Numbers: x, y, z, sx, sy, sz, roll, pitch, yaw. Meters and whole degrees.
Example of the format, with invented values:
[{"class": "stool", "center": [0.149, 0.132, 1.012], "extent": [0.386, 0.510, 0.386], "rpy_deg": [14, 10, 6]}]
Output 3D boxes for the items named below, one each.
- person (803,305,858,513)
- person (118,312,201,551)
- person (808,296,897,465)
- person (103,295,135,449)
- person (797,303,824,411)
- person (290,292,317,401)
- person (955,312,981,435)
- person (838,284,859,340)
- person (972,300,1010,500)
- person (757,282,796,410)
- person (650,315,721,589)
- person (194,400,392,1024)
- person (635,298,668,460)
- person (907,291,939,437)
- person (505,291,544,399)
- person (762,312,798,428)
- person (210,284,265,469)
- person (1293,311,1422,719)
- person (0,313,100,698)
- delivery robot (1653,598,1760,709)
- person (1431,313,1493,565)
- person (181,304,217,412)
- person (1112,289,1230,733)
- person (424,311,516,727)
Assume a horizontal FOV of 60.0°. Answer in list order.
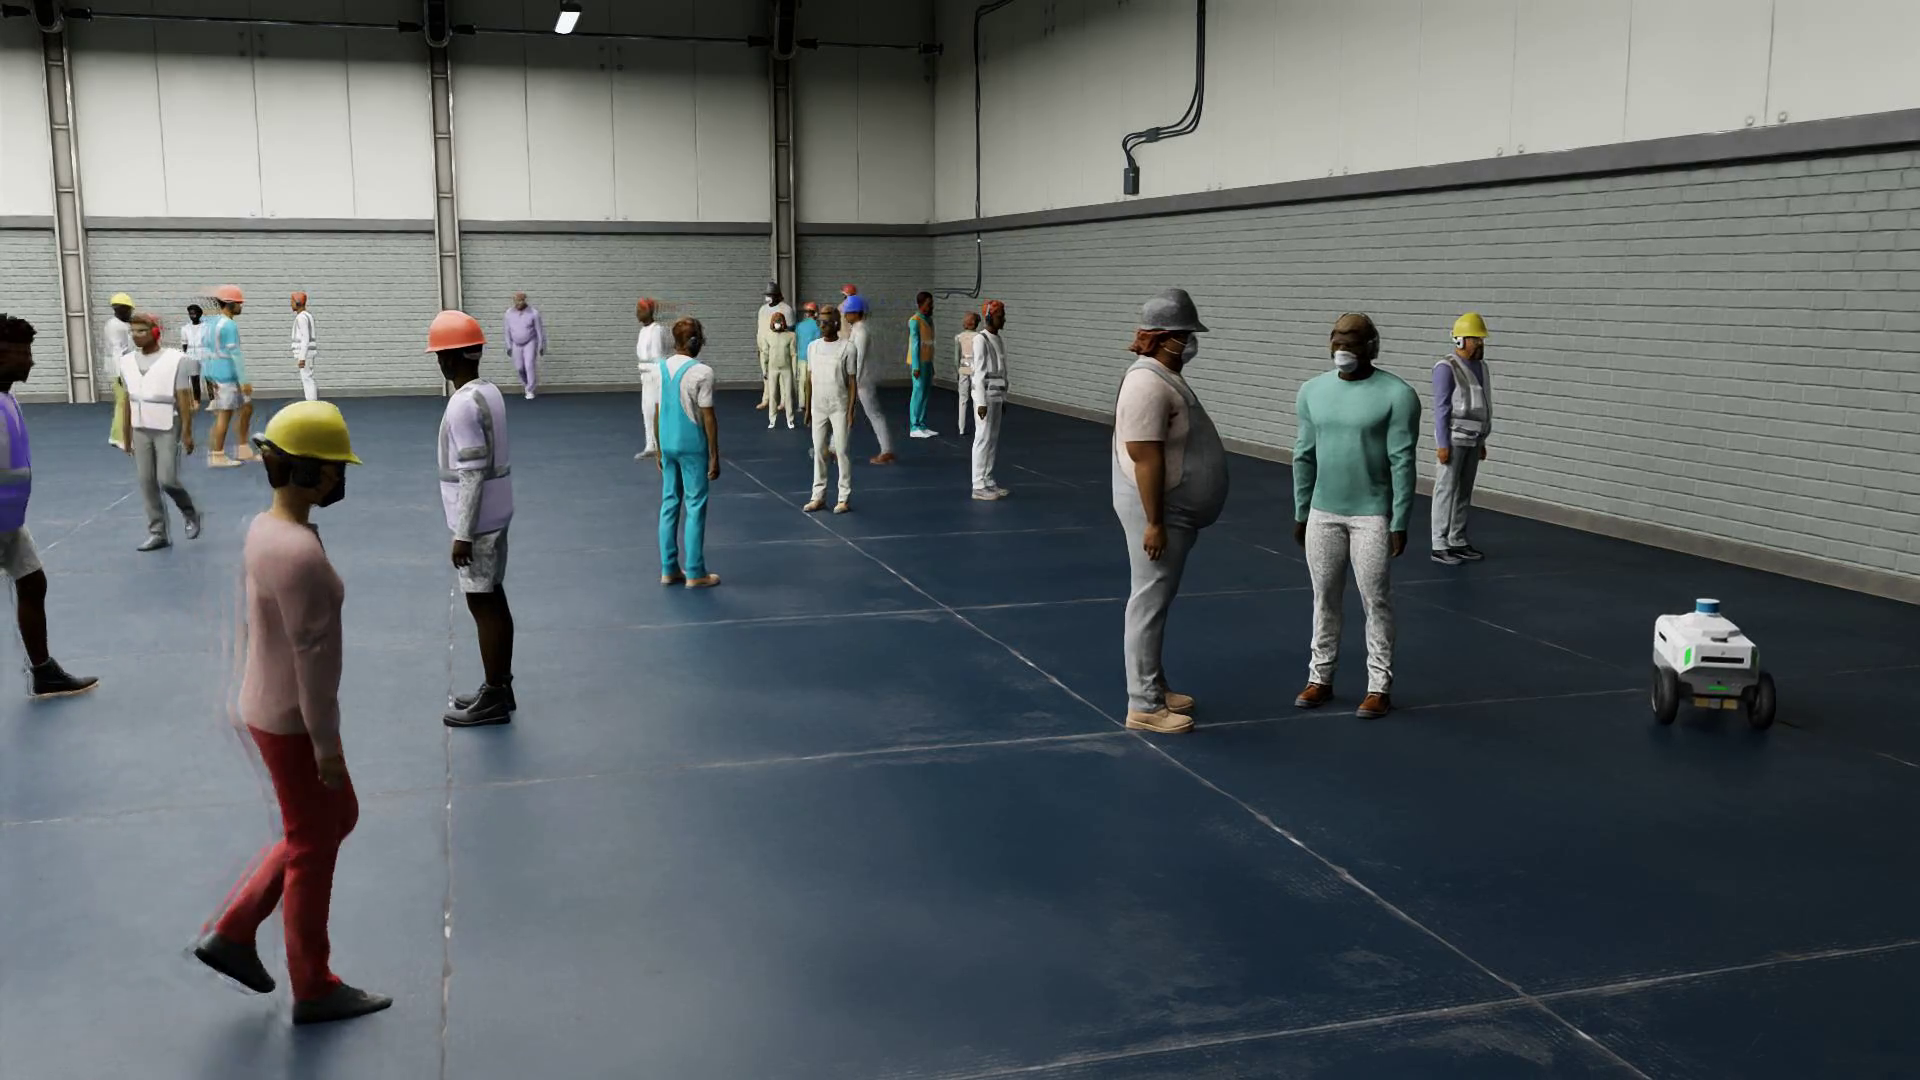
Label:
[{"class": "person", "center": [-1.154, -1.156, 14.805], "extent": [0.506, 1.847, 0.343], "rpy_deg": [3, 10, 21]}, {"class": "person", "center": [-6.160, -0.835, 12.802], "extent": [0.586, 1.826, 0.475], "rpy_deg": [2, 9, 12]}, {"class": "person", "center": [-1.172, -1.765, 18.540], "extent": [1.014, 1.887, 0.630], "rpy_deg": [-2, 9, -11]}, {"class": "person", "center": [-10.310, -2.046, 20.372], "extent": [0.410, 1.888, 0.641], "rpy_deg": [-3, 9, -17]}, {"class": "person", "center": [-2.295, -2.918, 26.502], "extent": [0.550, 1.702, 0.839], "rpy_deg": [6, 11, 33]}, {"class": "person", "center": [-9.742, -2.729, 24.713], "extent": [0.337, 1.882, 0.585], "rpy_deg": [-3, 9, -16]}, {"class": "person", "center": [0.162, -2.197, 22.099], "extent": [0.514, 1.641, 0.307], "rpy_deg": [5, 10, 28]}, {"class": "person", "center": [-2.023, -3.640, 30.176], "extent": [0.396, 1.992, 0.623], "rpy_deg": [-4, 10, -26]}, {"class": "person", "center": [0.287, -1.327, 15.774], "extent": [0.337, 1.882, 0.583], "rpy_deg": [3, 10, 20]}, {"class": "person", "center": [-2.973, -3.085, 26.487], "extent": [0.684, 2.000, 0.535], "rpy_deg": [6, 10, 32]}, {"class": "person", "center": [-1.839, -0.583, 11.190], "extent": [0.511, 1.837, 0.353], "rpy_deg": [5, 10, 28]}, {"class": "person", "center": [-1.834, 0.494, 4.573], "extent": [0.457, 1.751, 0.546], "rpy_deg": [-5, 10, -29]}, {"class": "person", "center": [-3.498, -1.849, 19.148], "extent": [0.491, 1.868, 0.604], "rpy_deg": [-6, 10, -32]}, {"class": "person", "center": [-0.502, -2.318, 21.983], "extent": [0.375, 1.917, 0.598], "rpy_deg": [3, 9, 20]}, {"class": "person", "center": [-7.568, -3.398, 29.001], "extent": [0.672, 1.878, 0.596], "rpy_deg": [1, 9, 7]}, {"class": "person", "center": [-2.510, -2.361, 23.195], "extent": [0.498, 1.627, 0.280], "rpy_deg": [-1, 9, -3]}, {"class": "person", "center": [-7.962, -1.796, 18.345], "extent": [0.769, 2.012, 0.647], "rpy_deg": [-6, 11, -32]}, {"class": "person", "center": [1.872, -0.119, 7.939], "extent": [0.624, 1.931, 0.378], "rpy_deg": [7, 11, 38]}, {"class": "person", "center": [-4.661, -0.111, 7.957], "extent": [0.705, 1.921, 0.655], "rpy_deg": [-2, 9, -13]}, {"class": "delivery robot", "center": [3.540, 0.521, 7.905], "extent": [0.477, 0.478, 0.707], "rpy_deg": [2, 9, 12]}, {"class": "person", "center": [3.699, -0.746, 12.227], "extent": [0.592, 1.834, 0.404], "rpy_deg": [-8, 12, -41]}, {"class": "person", "center": [-11.957, -2.855, 26.139], "extent": [0.530, 1.689, 0.322], "rpy_deg": [0, 9, 1]}, {"class": "person", "center": [0.980, -0.146, 7.739], "extent": [0.537, 2.000, 0.689], "rpy_deg": [2, 9, 10]}, {"class": "person", "center": [-2.280, -0.094, 7.753], "extent": [0.376, 1.933, 0.545], "rpy_deg": [0, 9, -2]}]
